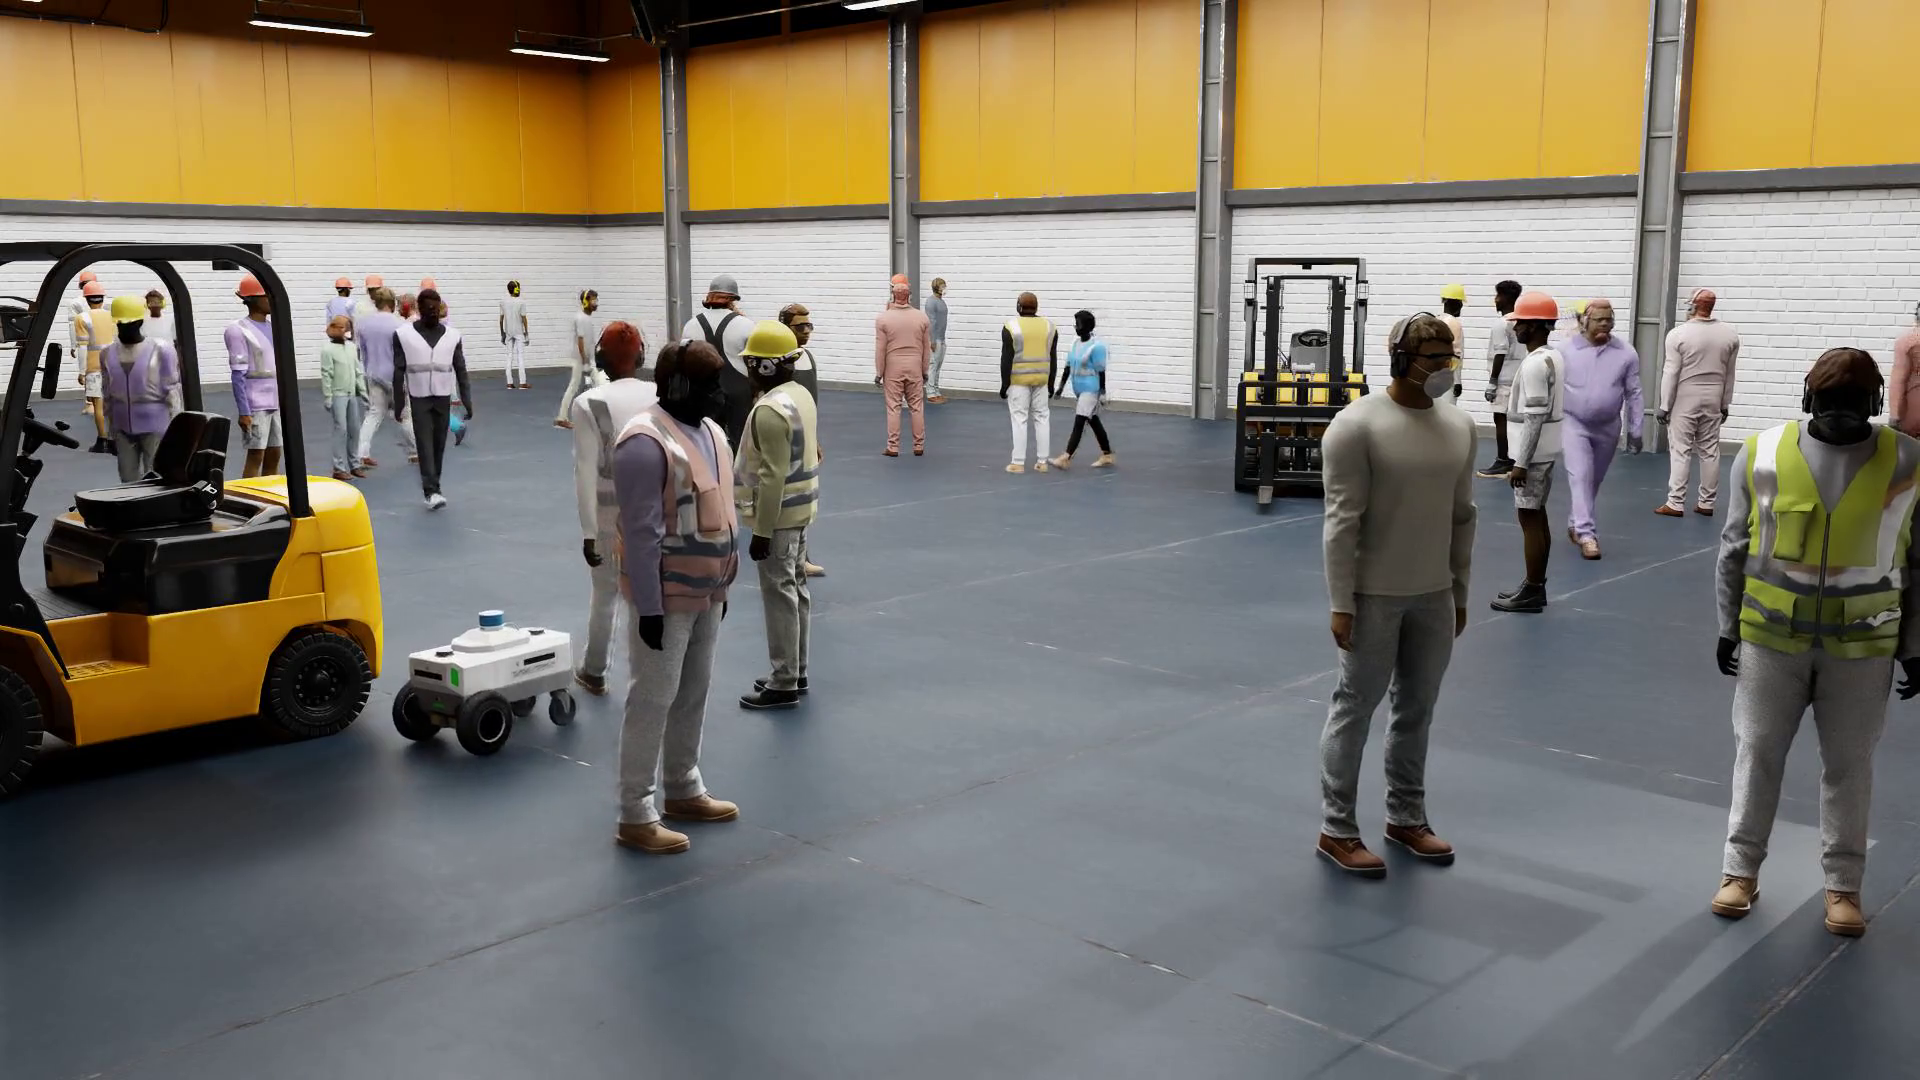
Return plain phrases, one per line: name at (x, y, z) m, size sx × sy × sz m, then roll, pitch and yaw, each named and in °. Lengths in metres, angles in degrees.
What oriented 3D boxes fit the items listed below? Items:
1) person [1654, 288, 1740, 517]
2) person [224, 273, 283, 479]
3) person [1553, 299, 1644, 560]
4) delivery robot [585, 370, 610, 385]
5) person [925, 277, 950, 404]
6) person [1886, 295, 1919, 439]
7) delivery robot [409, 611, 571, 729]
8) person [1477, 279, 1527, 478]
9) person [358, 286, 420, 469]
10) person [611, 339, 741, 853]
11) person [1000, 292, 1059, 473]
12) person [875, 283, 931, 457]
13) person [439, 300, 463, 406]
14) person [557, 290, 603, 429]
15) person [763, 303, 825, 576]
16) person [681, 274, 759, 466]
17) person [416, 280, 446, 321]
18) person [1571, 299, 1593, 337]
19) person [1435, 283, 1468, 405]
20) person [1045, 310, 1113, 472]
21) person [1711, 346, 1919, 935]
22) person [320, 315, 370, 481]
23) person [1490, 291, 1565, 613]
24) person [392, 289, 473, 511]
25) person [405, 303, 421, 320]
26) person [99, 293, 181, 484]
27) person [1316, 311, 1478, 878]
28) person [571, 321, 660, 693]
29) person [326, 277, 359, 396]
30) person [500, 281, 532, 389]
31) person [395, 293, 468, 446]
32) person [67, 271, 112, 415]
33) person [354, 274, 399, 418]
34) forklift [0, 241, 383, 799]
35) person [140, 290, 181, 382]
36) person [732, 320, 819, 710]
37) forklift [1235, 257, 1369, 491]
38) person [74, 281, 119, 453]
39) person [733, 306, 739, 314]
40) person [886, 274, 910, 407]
person at (6.139, -1.143, 13.917) m, size 0.649 × 1.913 × 0.409 m, roll -2°, pitch 9°, yaw -9°
person at (-5.433, -1.061, 13.002) m, size 0.368 × 2.045 × 0.614 m, roll 2°, pitch 9°, yaw 11°
person at (4.627, -0.828, 12.169) m, size 0.659 × 1.859 × 1.016 m, roll 1°, pitch 9°, yaw 4°
delivery robot at (-5.497, -2.495, 26.042) m, size 0.707 × 0.478 × 0.477 m, roll 4°, pitch 10°, yaw 16°
person at (-0.354, -3.073, 25.667) m, size 0.372 × 1.940 × 0.627 m, roll 3°, pitch 10°, yaw 15°
person at (7.605, -1.007, 13.165) m, size 0.663 × 1.890 × 0.561 m, roll 0°, pitch 9°, yaw -3°
delivery robot at (-2.067, 0.556, 7.360) m, size 0.477 × 0.478 × 0.707 m, roll 6°, pitch 11°, yaw 33°
person at (5.422, -1.601, 16.552) m, size 0.367 × 1.967 × 0.603 m, roll 8°, pitch 12°, yaw 42°
person at (-5.961, -1.686, 17.311) m, size 0.645 × 1.900 × 0.935 m, roll 4°, pitch 10°, yaw 24°
person at (-1.003, 0.196, 6.001) m, size 0.432 × 1.832 × 0.637 m, roll 3°, pitch 10°, yaw 20°
person at (0.685, -1.596, 16.908) m, size 0.634 × 1.841 × 0.429 m, roll -4°, pitch 10°, yaw -23°
person at (-0.642, -1.871, 18.390) m, size 0.636 × 1.911 × 0.405 m, roll -3°, pitch 10°, yaw -17°
person at (-7.859, -2.793, 24.976) m, size 0.765 × 1.608 × 0.505 m, roll -8°, pitch 12°, yaw -40°
person at (-4.791, -2.312, 21.445) m, size 1.029 × 1.794 × 0.505 m, roll 2°, pitch 9°, yaw 12°
person at (-1.110, -0.647, 11.077) m, size 0.347 × 1.846 × 0.505 m, roll 6°, pitch 11°, yaw 33°
person at (-1.986, -1.248, 14.163) m, size 0.674 × 2.000 × 0.535 m, roll 2°, pitch 10°, yaw 13°
person at (-8.554, -3.227, 26.803) m, size 0.583 × 1.890 × 0.747 m, roll 2°, pitch 9°, yaw 9°
person at (6.596, -1.713, 17.892) m, size 0.610 × 1.747 × 0.543 m, roll 3°, pitch 10°, yaw 20°
person at (5.055, -1.695, 17.249) m, size 0.362 × 1.928 × 0.587 m, roll -1°, pitch 9°, yaw -8°
person at (1.259, -1.529, 17.079) m, size 0.906 × 1.643 × 0.542 m, roll -5°, pitch 10°, yaw -27°
person at (2.699, 0.312, 5.227) m, size 0.621 × 1.838 × 0.429 m, roll 5°, pitch 10°, yaw 28°
person at (-6.067, -1.401, 16.382) m, size 0.321 × 1.622 × 0.503 m, roll 2°, pitch 10°, yaw 14°
person at (3.440, -0.526, 10.052) m, size 0.358 × 1.938 × 0.542 m, roll 5°, pitch 11°, yaw 28°
person at (-4.510, -1.201, 14.331) m, size 0.620 × 1.885 × 0.809 m, roll -7°, pitch 12°, yaw -37°
person at (-7.201, -2.327, 22.057) m, size 0.515 × 1.621 × 0.334 m, roll -1°, pitch 9°, yaw -7°
person at (-5.863, -0.823, 11.974) m, size 0.601 × 1.902 × 0.575 m, roll 1°, pitch 9°, yaw 5°
person at (1.507, 0.188, 5.718) m, size 0.631 × 1.933 × 0.374 m, roll -4°, pitch 10°, yaw -25°
person at (-1.561, -0.110, 7.838) m, size 0.562 × 1.833 × 0.968 m, roll -5°, pitch 11°, yaw -30°
person at (-10.030, -3.309, 27.127) m, size 0.547 × 1.934 × 0.376 m, roll 1°, pitch 9°, yaw 9°
person at (-7.695, -3.537, 28.746) m, size 0.518 × 1.862 × 0.323 m, roll 2°, pitch 9°, yaw 12°
person at (-6.179, -1.971, 19.348) m, size 0.831 × 1.802 × 0.591 m, roll 0°, pitch 9°, yaw 0°
person at (-12.325, -2.795, 23.639) m, size 0.615 × 2.043 × 0.373 m, roll -8°, pitch 12°, yaw -39°
person at (-8.084, -2.684, 23.106) m, size 0.622 × 1.992 × 0.393 m, roll -2°, pitch 9°, yaw -13°
forklift at (-3.706, -0.171, 7.093) m, size 1.214 × 2.155 × 2.313 m, roll 9°, pitch 13°, yaw 43°
person at (-9.649, -2.083, 19.981) m, size 0.531 × 1.810 × 1.016 m, roll -3°, pitch 10°, yaw -17°
person at (-0.875, -0.118, 7.869) m, size 0.404 × 1.833 × 0.588 m, roll 1°, pitch 9°, yaw 8°
forklift at (3.309, -1.629, 16.029) m, size 1.214 × 2.155 × 2.313 m, roll 2°, pitch 9°, yaw 11°
person at (-9.704, -1.949, 18.784) m, size 0.375 × 1.934 × 0.548 m, roll 7°, pitch 12°, yaw 36°
person at (-2.935, -2.207, 21.381) m, size 0.581 × 1.623 × 0.521 m, roll 6°, pitch 11°, yaw 33°
person at (-0.922, -2.986, 24.955) m, size 0.382 × 1.996 × 0.608 m, roll -3°, pitch 10°, yaw -20°
